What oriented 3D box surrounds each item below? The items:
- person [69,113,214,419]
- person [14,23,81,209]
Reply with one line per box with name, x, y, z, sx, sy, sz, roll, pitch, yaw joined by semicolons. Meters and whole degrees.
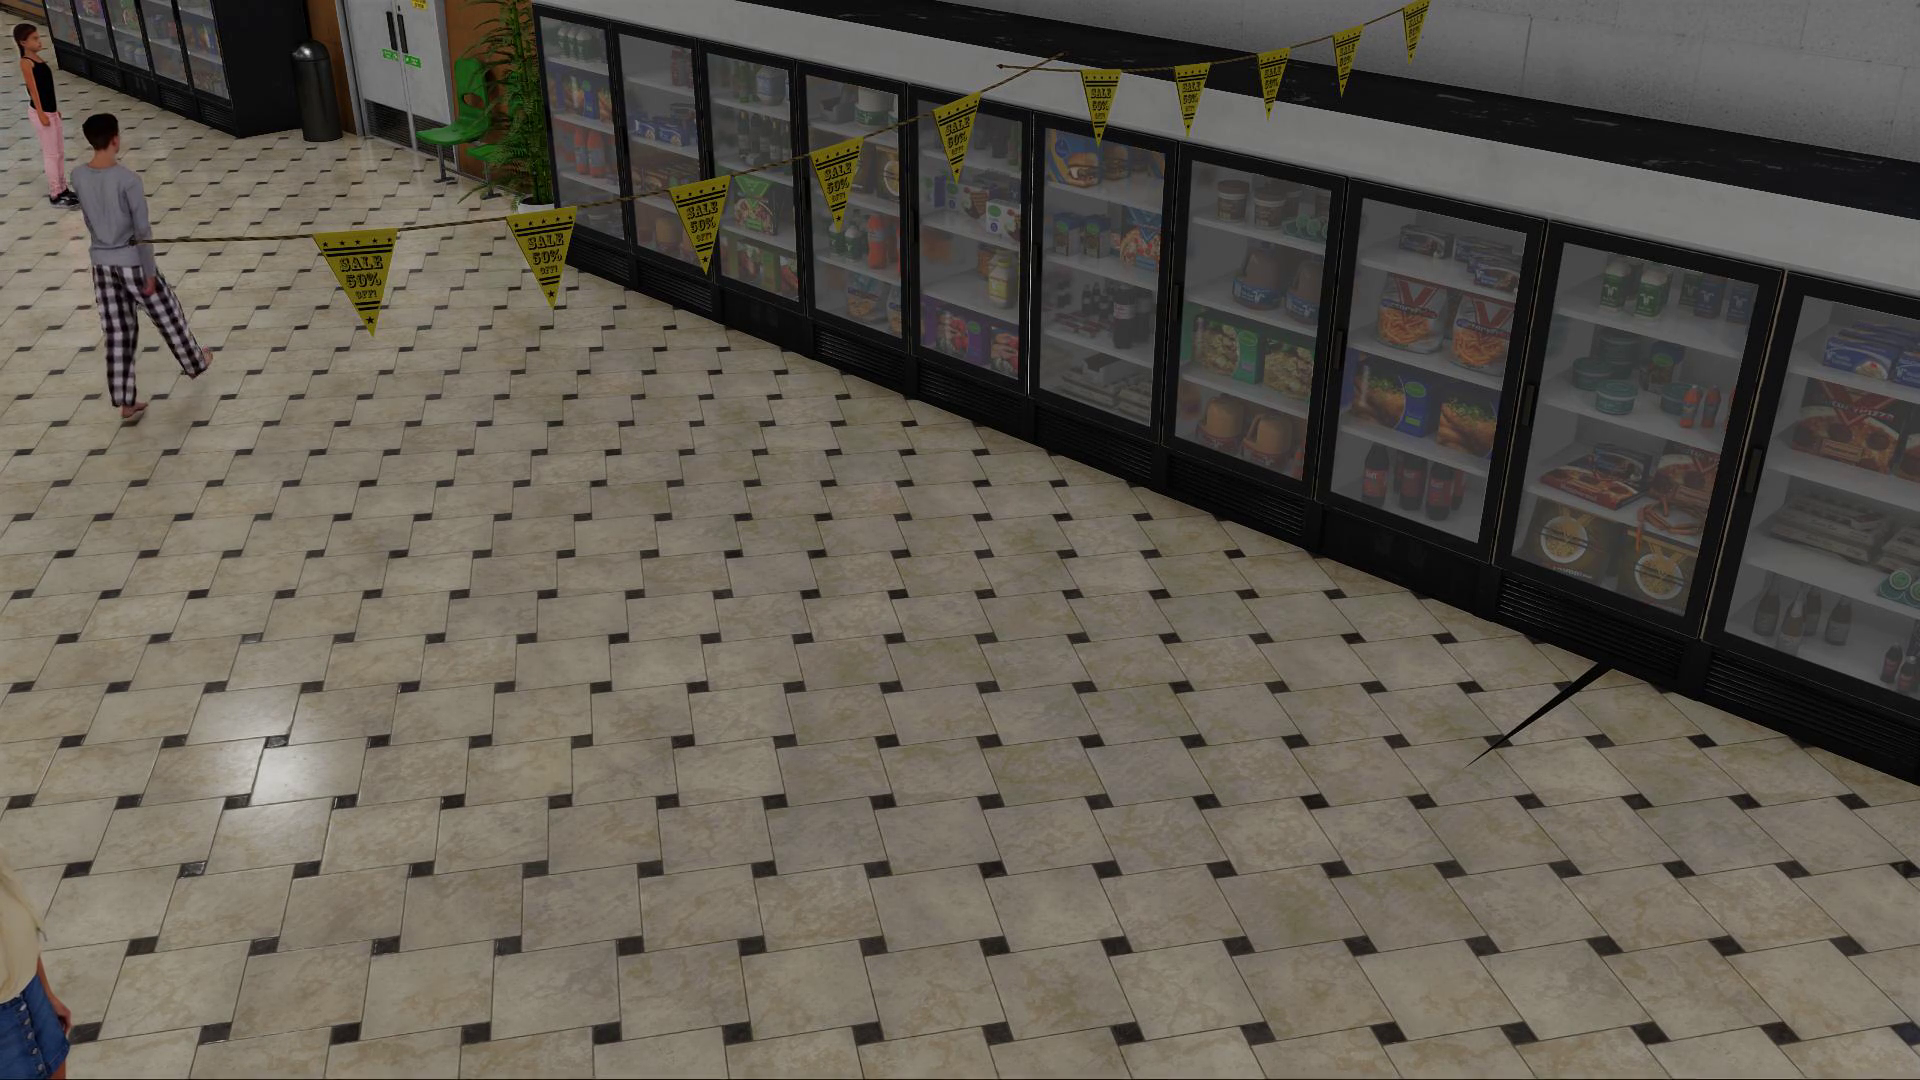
person;-5.142;-1.623;10.141;1.103;1.804;1.201;2;27;3
person;-7.991;-3.713;14.529;0.649;1.564;0.616;-5;27;-10
